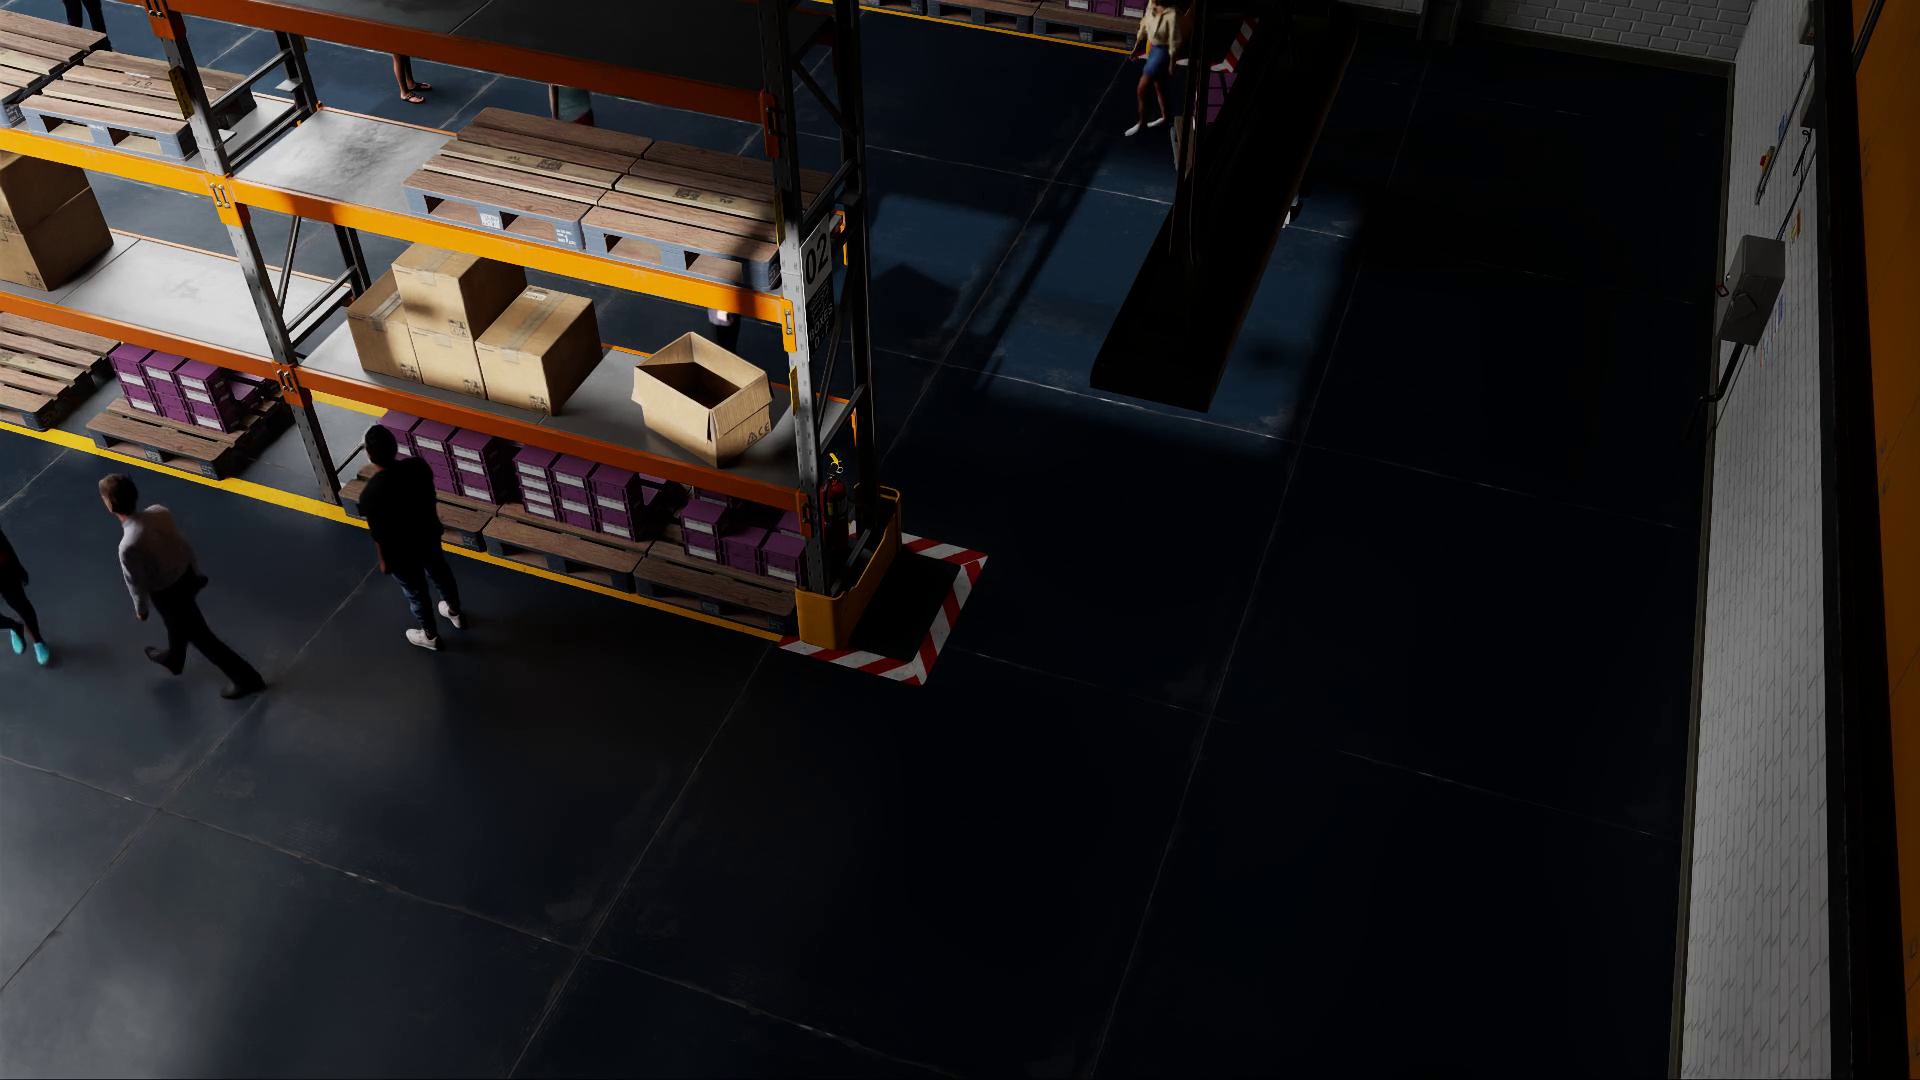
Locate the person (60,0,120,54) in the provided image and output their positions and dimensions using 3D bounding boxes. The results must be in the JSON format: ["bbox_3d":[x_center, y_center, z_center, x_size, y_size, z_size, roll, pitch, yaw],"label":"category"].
[{"bbox_3d":[-8.964,-5.681,16.807,0.591,1.850,0.703,19,47,19],"label":"person"}]

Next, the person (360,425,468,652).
[{"bbox_3d":[-3.588,-0.015,10.885,0.685,1.814,0.747,25,49,24],"label":"person"}]

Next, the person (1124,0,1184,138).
[{"bbox_3d":[1.983,-4.620,15.869,0.939,1.608,0.872,-9,44,-10],"label":"person"}]

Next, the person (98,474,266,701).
[{"bbox_3d":[-4.893,0.361,10.532,1.165,1.757,0.823,-2,44,-2],"label":"person"}]

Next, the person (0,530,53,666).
[{"bbox_3d":[-6.350,0.130,10.810,0.743,1.708,0.796,-26,49,-24],"label":"person"}]
